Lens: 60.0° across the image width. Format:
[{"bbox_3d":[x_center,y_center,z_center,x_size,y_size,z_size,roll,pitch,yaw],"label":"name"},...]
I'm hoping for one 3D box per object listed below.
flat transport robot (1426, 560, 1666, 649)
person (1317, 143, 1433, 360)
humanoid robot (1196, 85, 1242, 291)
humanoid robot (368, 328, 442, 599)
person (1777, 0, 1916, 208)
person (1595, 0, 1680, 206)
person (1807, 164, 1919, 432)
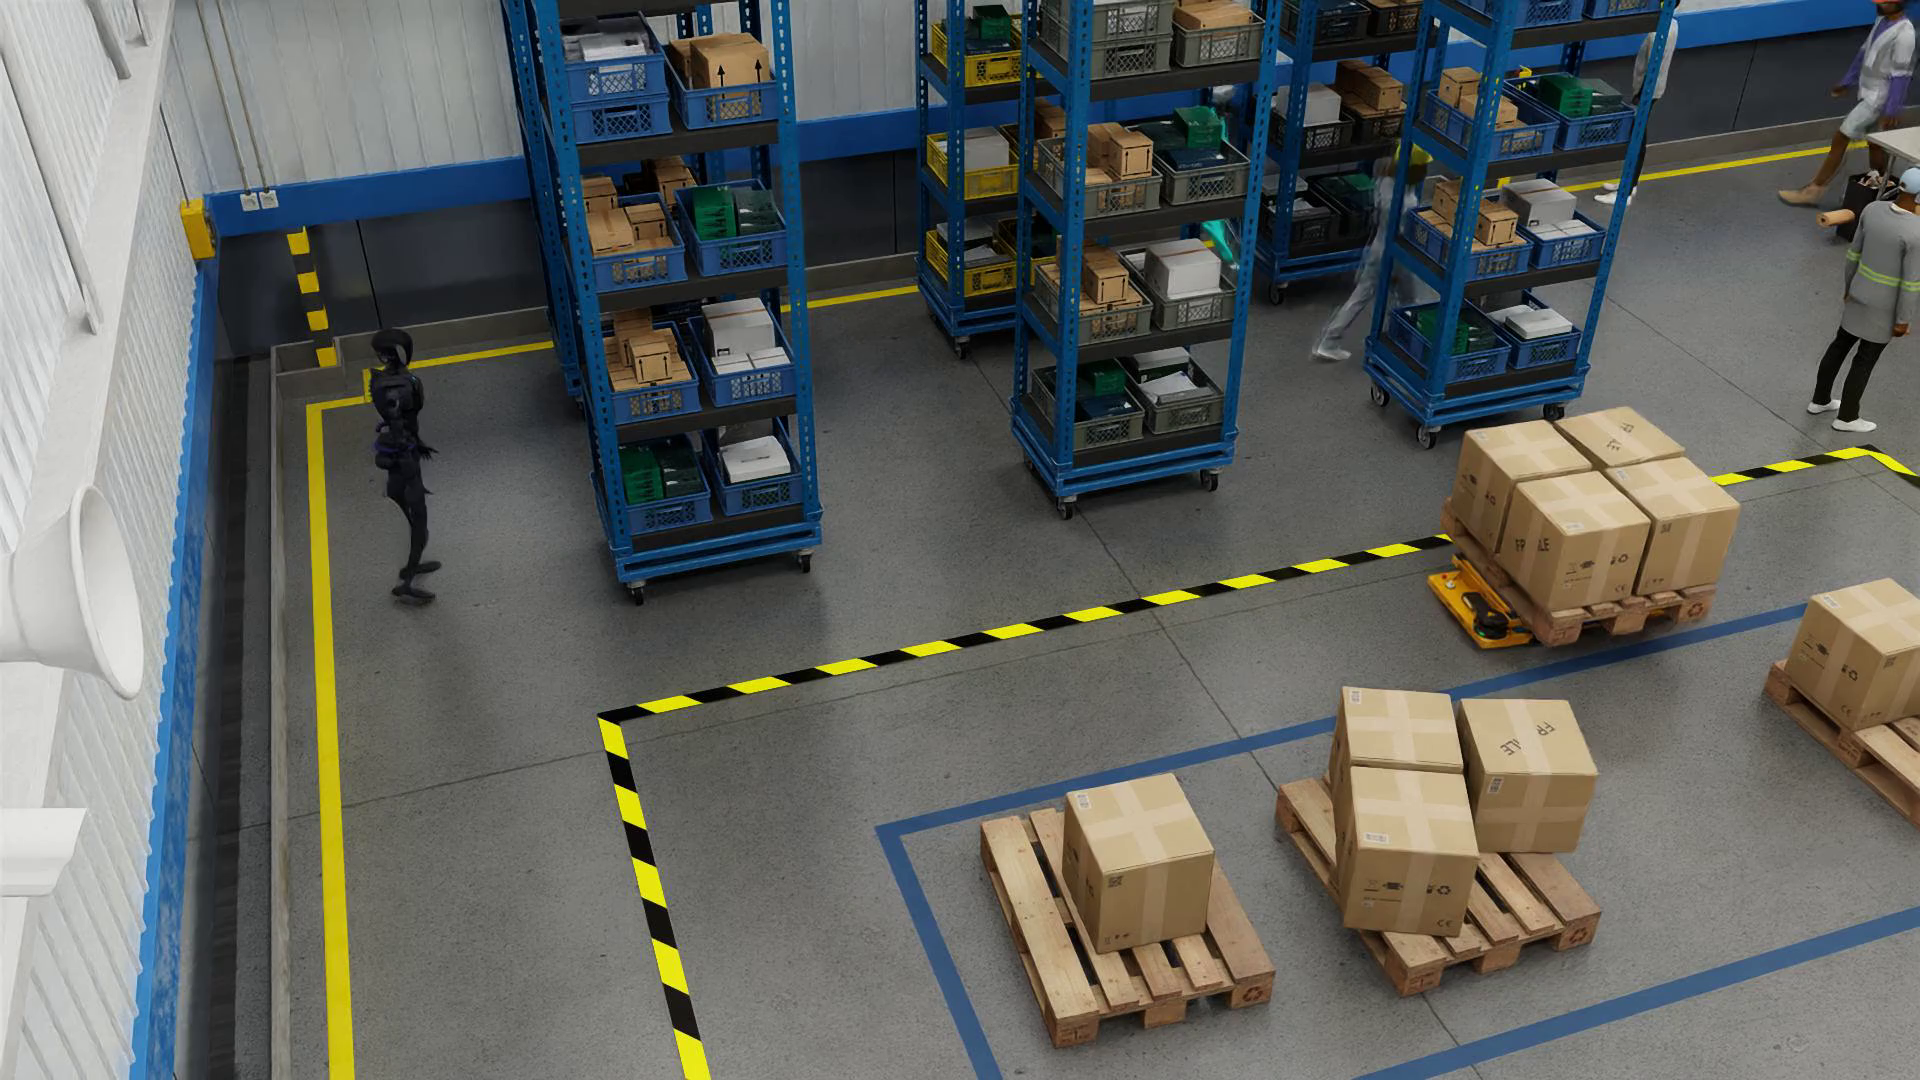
[{"bbox_3d":[3.526,0.258,9.666,1.431,0.197,0.652,-9,36,-12],"label":"flat transport robot"},{"bbox_3d":[3.008,-2.012,11.661,0.874,1.699,0.495,-7,36,-10],"label":"person"},{"bbox_3d":[1.957,-2.456,12.336,0.686,1.875,0.549,19,39,25],"label":"humanoid robot"},{"bbox_3d":[-3.189,-0.453,9.484,0.386,1.642,0.614,-8,36,-11],"label":"humanoid robot"},{"bbox_3d":[7.476,-3.708,13.813,0.988,1.991,0.671,9,36,12],"label":"person"},{"bbox_3d":[5.716,-3.734,13.963,0.334,1.871,0.522,20,40,26],"label":"person"},{"bbox_3d":[6.032,-1.581,10.924,0.370,1.853,0.589,-10,36,-13],"label":"person"}]
